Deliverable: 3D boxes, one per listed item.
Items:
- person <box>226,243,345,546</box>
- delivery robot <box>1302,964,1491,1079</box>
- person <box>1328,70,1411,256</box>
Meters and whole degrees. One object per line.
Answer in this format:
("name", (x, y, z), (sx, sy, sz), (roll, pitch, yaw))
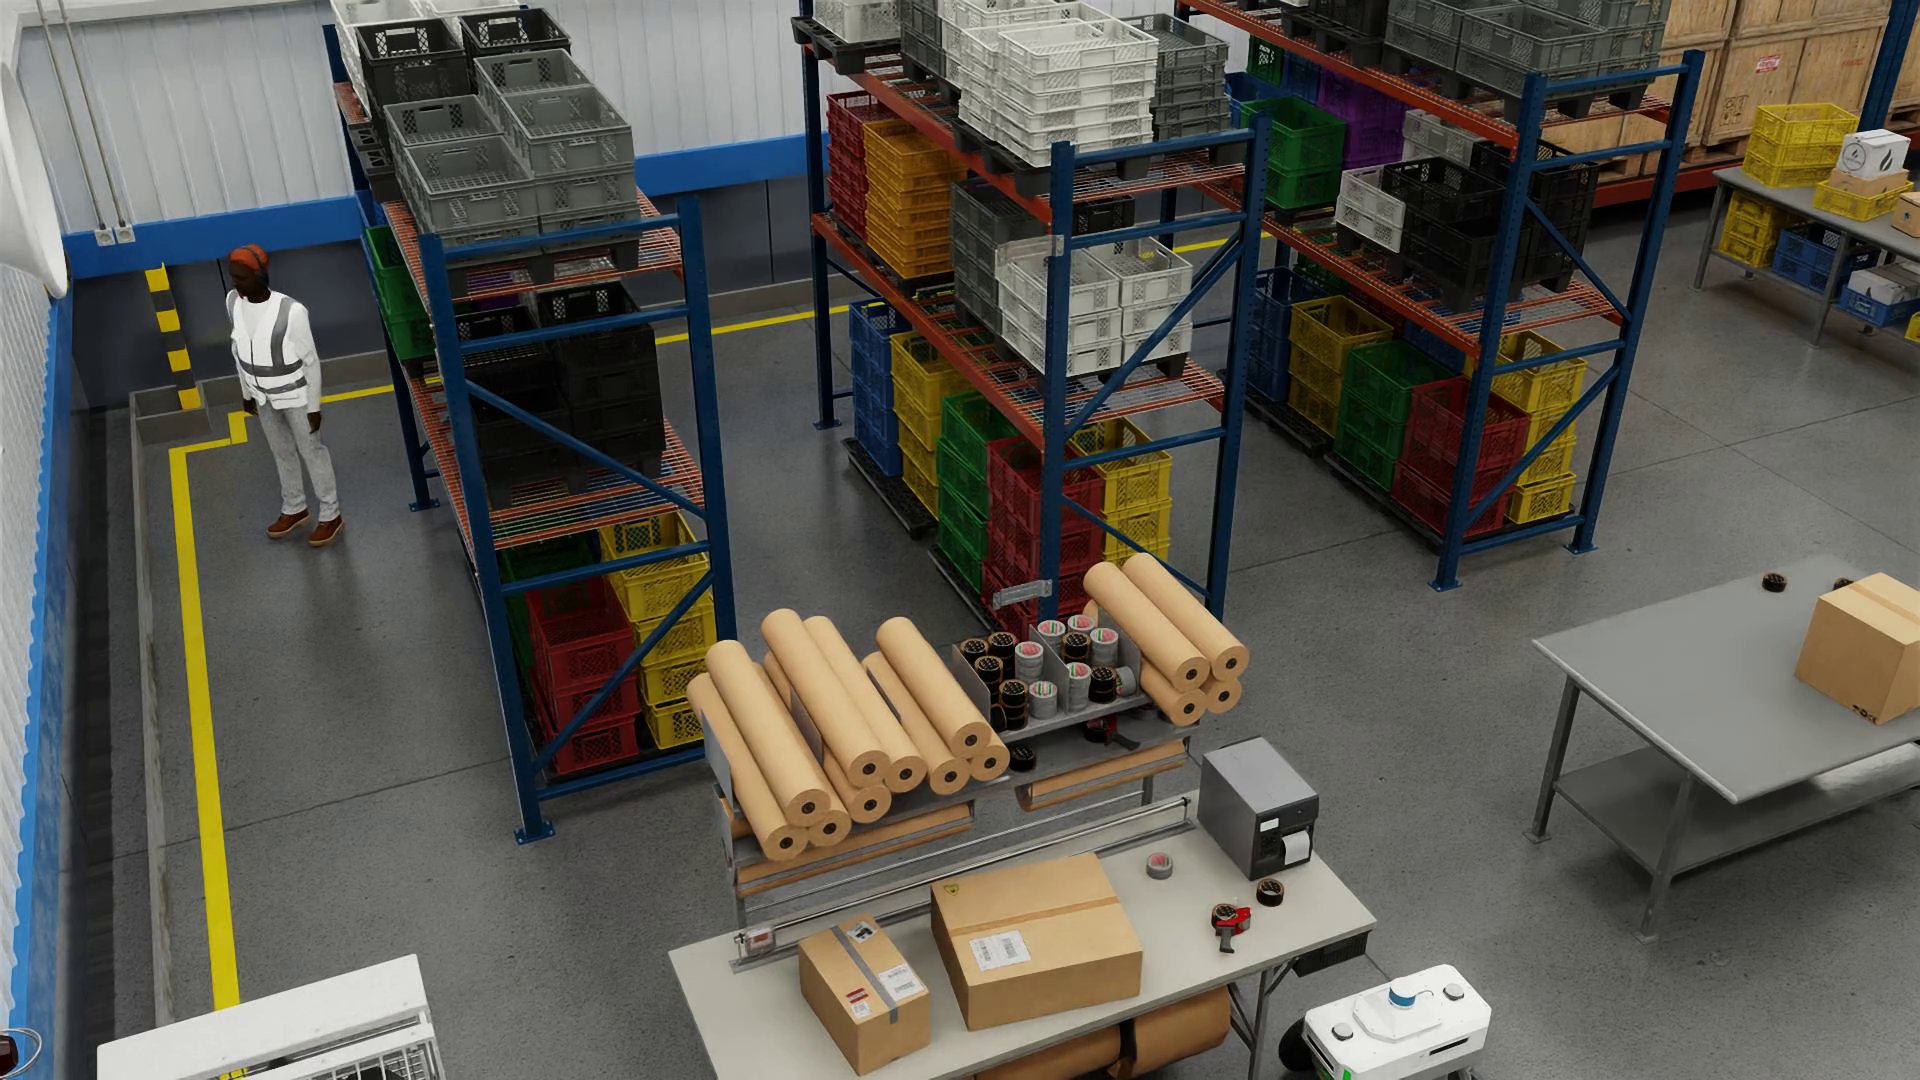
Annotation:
("person", (-3.996, -0.844, 9.789), (0.572, 1.883, 0.353), (12, 34, 19))
("delivery robot", (1.699, 1.913, 6.483), (0.707, 0.478, 0.477), (-12, 34, -19))
("person", (3.345, -3.295, 13.728), (0.625, 1.933, 0.374), (19, 36, 27))
